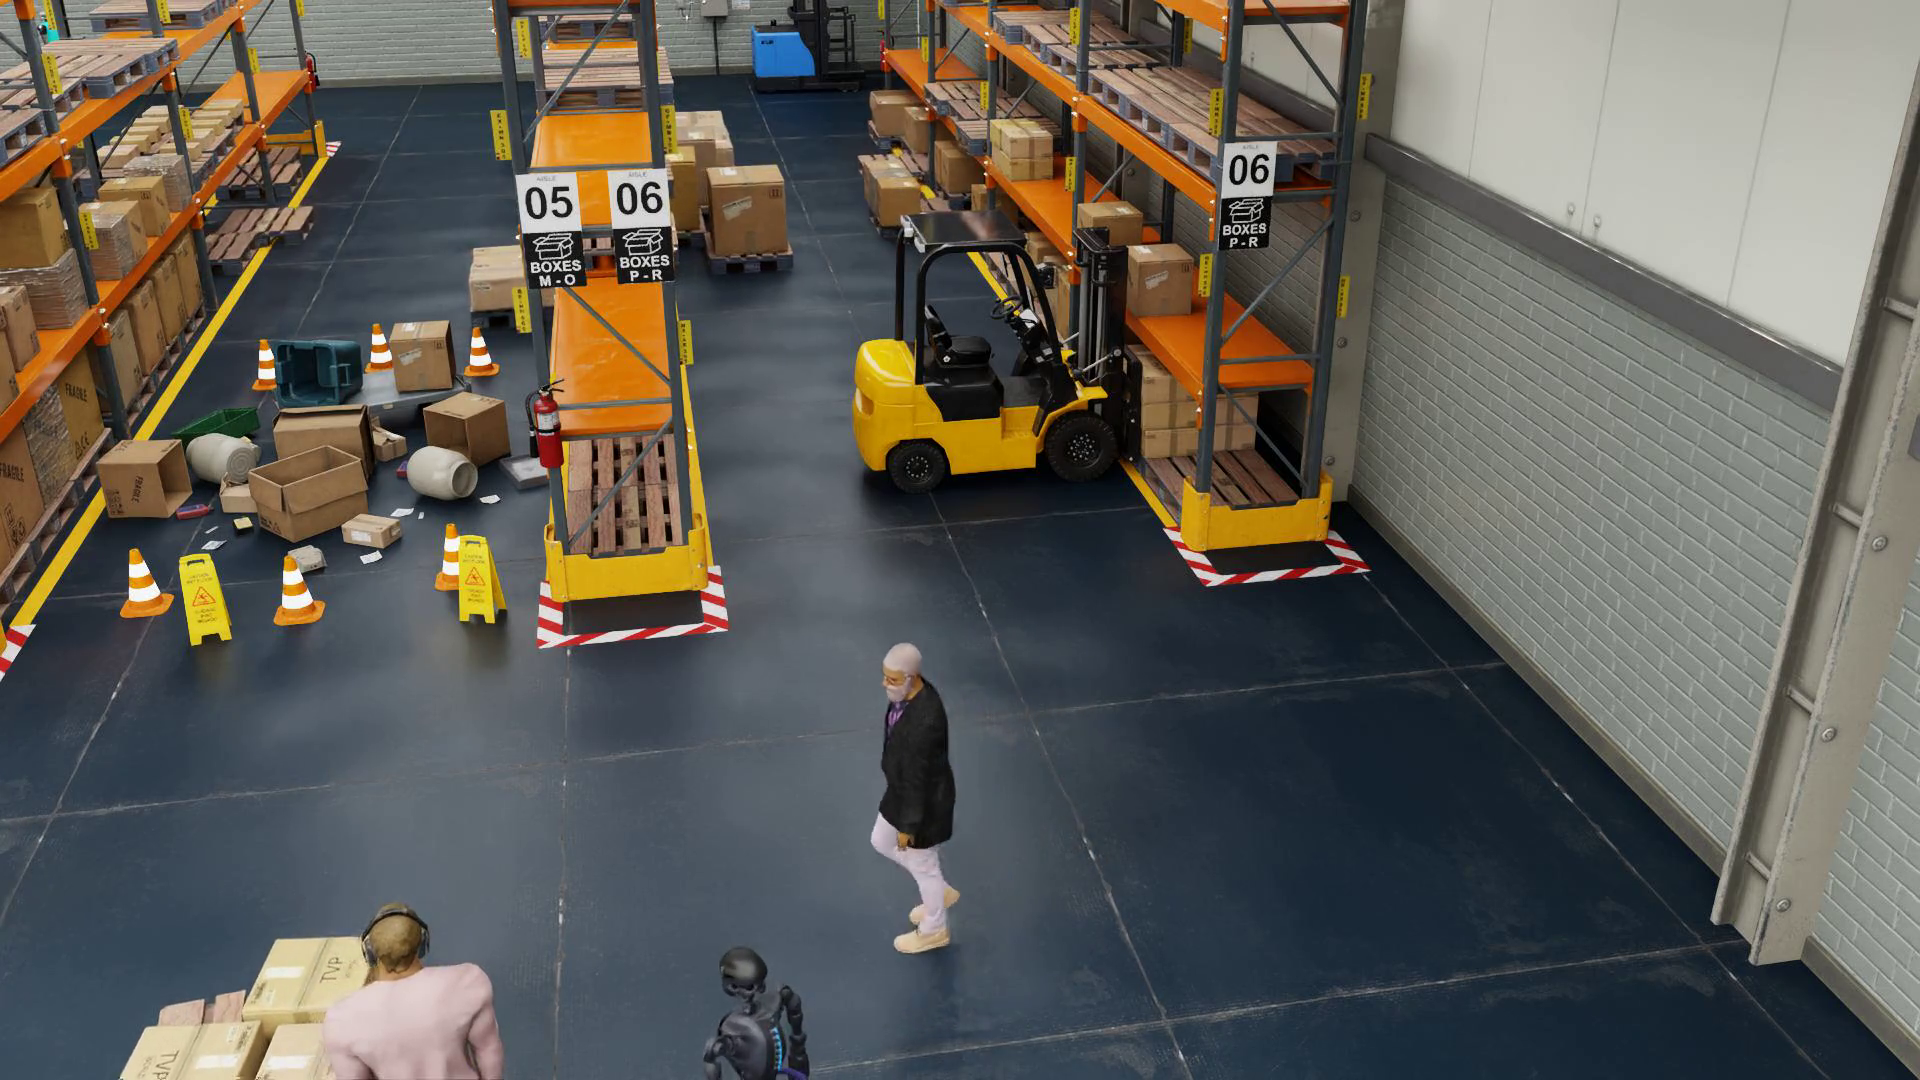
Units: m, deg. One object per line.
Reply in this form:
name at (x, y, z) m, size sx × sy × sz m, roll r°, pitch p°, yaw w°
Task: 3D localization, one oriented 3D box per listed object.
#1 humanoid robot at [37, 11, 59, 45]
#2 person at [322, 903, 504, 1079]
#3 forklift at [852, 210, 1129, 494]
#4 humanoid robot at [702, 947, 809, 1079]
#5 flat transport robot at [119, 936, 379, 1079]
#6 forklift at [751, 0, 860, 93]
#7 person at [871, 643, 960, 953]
humanoid robot at (-14.979, -8.045, 28.034) m, size 0.735 × 1.677 × 0.533 m, roll 2°, pitch 26°, yaw 4°
person at (-2.091, 2.241, 6.535) m, size 0.627 × 1.940 × 0.379 m, roll -11°, pitch 28°, yaw -22°
forklift at (0.216, -1.659, 14.366) m, size 2.313 × 2.155 × 1.214 m, roll -5°, pitch 26°, yaw -10°
humanoid robot at (-0.756, 2.350, 6.633) m, size 0.402 × 1.666 × 0.612 m, roll 17°, pitch 30°, yaw 31°
flat transport robot at (-3.079, 2.651, 7.608) m, size 1.431 × 0.231 × 0.659 m, roll -8°, pitch 27°, yaw -16°
forklift at (-2.872, -9.679, 30.288) m, size 1.873 × 2.768 × 1.129 m, roll -5°, pitch 26°, yaw -10°
person at (-0.234, 1.328, 8.552) m, size 0.436 × 1.834 × 0.581 m, roll -7°, pitch 27°, yaw -14°
